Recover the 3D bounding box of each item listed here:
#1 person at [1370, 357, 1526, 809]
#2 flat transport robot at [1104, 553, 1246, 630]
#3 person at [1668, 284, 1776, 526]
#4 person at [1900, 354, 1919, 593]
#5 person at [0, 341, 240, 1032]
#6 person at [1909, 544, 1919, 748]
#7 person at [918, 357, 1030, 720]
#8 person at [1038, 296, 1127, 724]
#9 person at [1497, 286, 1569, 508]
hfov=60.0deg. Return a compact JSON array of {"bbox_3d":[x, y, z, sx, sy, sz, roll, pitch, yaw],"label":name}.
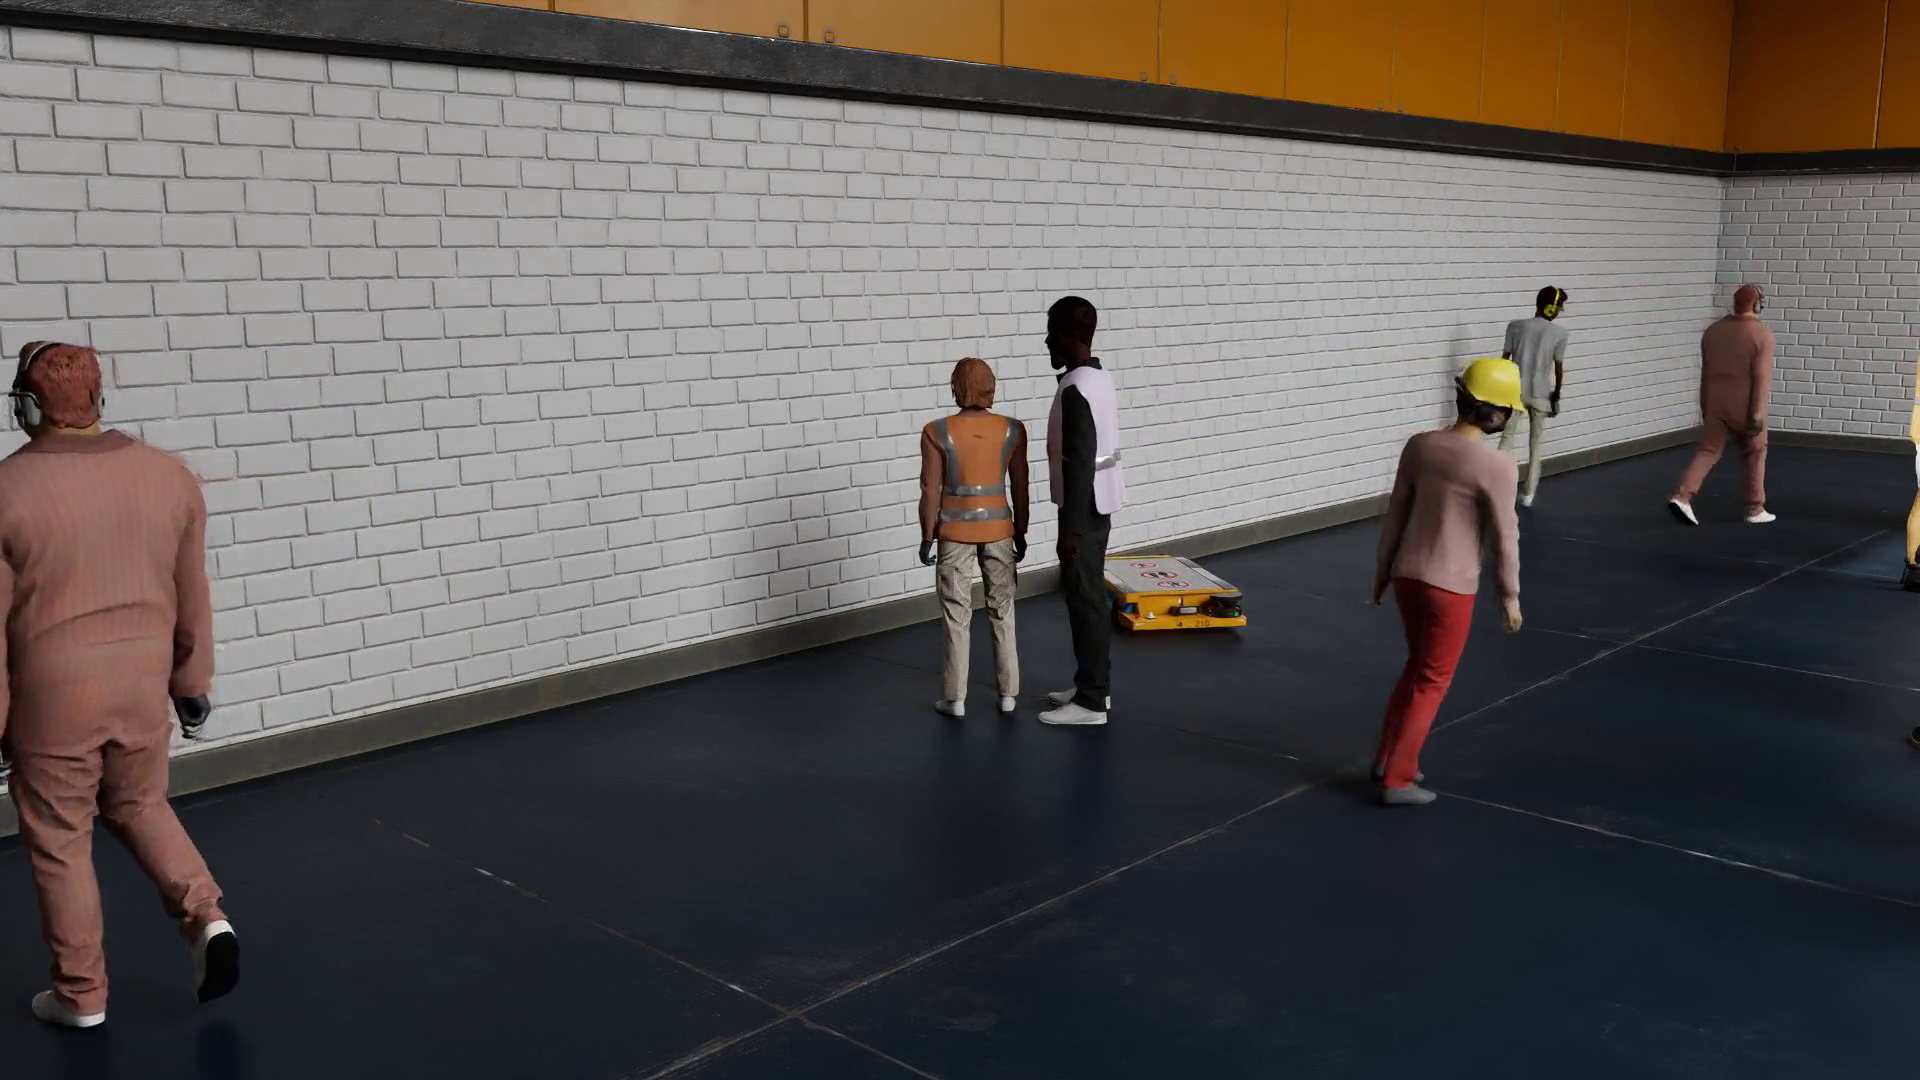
[{"bbox_3d":[1.828,0.173,6.283,0.515,1.717,0.556,-6,12,-30],"label":"person"},{"bbox_3d":[1.139,0.283,9.805,0.652,0.197,1.431,-2,10,-10],"label":"flat transport robot"},{"bbox_3d":[5.896,-1.031,12.782,0.941,1.868,0.646,-5,11,-28],"label":"person"},{"bbox_3d":[6.064,-0.634,10.274,0.347,1.943,0.545,5,11,28],"label":"person"},{"bbox_3d":[-2.301,0.416,4.457,0.562,1.891,0.653,6,12,32],"label":"person"},{"bbox_3d":[4.304,-0.056,6.908,0.613,1.965,0.361,0,10,2],"label":"person"},{"bbox_3d":[0.065,-0.002,7.538,0.523,1.638,0.311,-3,10,-14],"label":"person"},{"bbox_3d":[0.556,-0.127,7.461,0.373,1.914,0.596,2,10,12],"label":"person"},{"bbox_3d":[4.646,-1.158,13.595,0.560,1.831,0.452,5,11,25],"label":"person"}]
